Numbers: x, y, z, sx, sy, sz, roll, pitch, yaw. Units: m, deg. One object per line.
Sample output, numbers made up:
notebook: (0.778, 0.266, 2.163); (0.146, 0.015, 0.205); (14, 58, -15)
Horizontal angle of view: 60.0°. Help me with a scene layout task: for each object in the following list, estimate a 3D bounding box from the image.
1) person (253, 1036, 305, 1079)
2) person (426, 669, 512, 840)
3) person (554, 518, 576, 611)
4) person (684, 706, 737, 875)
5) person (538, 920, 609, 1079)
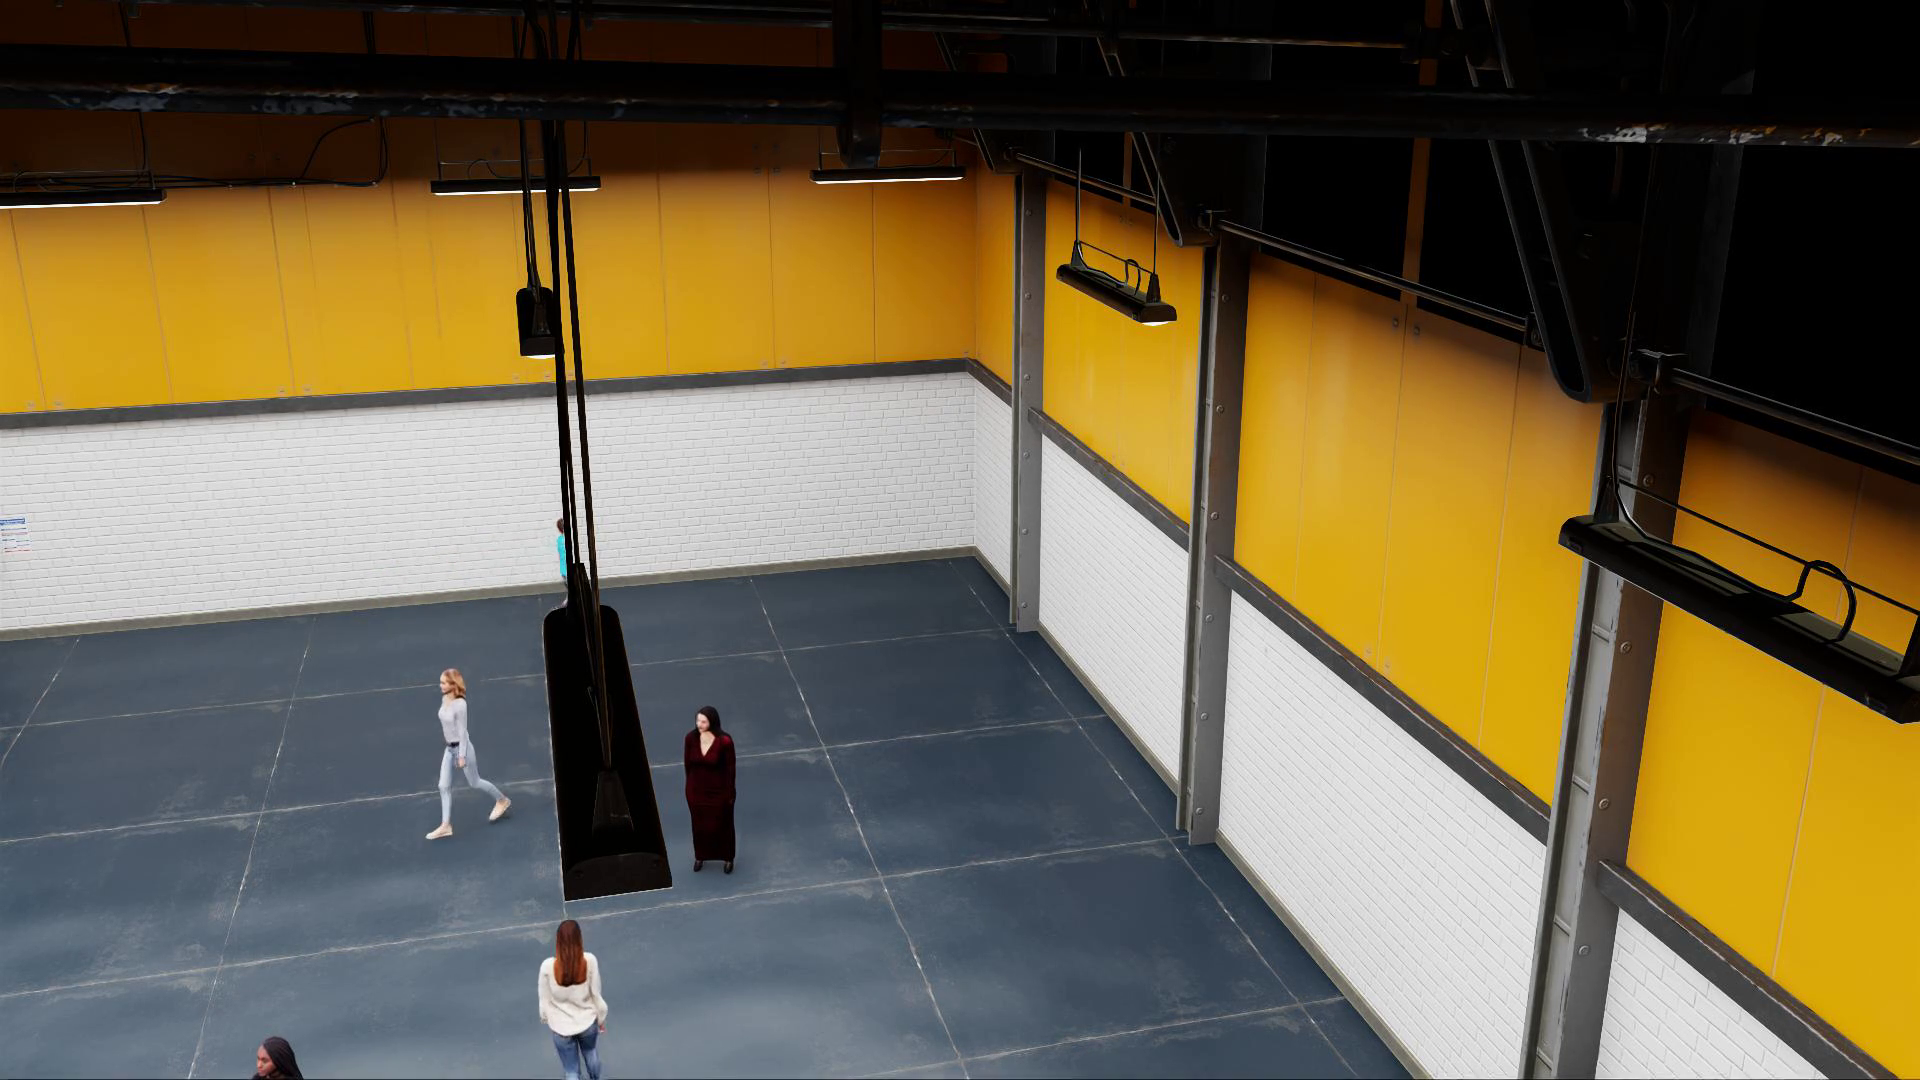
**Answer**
person: (-4.507, 4.076, 11.150); (0.724, 1.728, 0.769); (8, 20, 21)
person: (-4.988, 2.139, 16.854); (1.007, 1.759, 1.170); (-15, 24, -38)
person: (-5.331, 0.402, 22.509); (0.803, 1.442, 0.807); (17, 25, 40)
person: (-2.408, 2.397, 16.095); (0.756, 1.755, 0.754); (4, 19, 10)
person: (-2.874, 3.675, 12.434); (0.671, 1.670, 0.825); (-8, 20, -21)
